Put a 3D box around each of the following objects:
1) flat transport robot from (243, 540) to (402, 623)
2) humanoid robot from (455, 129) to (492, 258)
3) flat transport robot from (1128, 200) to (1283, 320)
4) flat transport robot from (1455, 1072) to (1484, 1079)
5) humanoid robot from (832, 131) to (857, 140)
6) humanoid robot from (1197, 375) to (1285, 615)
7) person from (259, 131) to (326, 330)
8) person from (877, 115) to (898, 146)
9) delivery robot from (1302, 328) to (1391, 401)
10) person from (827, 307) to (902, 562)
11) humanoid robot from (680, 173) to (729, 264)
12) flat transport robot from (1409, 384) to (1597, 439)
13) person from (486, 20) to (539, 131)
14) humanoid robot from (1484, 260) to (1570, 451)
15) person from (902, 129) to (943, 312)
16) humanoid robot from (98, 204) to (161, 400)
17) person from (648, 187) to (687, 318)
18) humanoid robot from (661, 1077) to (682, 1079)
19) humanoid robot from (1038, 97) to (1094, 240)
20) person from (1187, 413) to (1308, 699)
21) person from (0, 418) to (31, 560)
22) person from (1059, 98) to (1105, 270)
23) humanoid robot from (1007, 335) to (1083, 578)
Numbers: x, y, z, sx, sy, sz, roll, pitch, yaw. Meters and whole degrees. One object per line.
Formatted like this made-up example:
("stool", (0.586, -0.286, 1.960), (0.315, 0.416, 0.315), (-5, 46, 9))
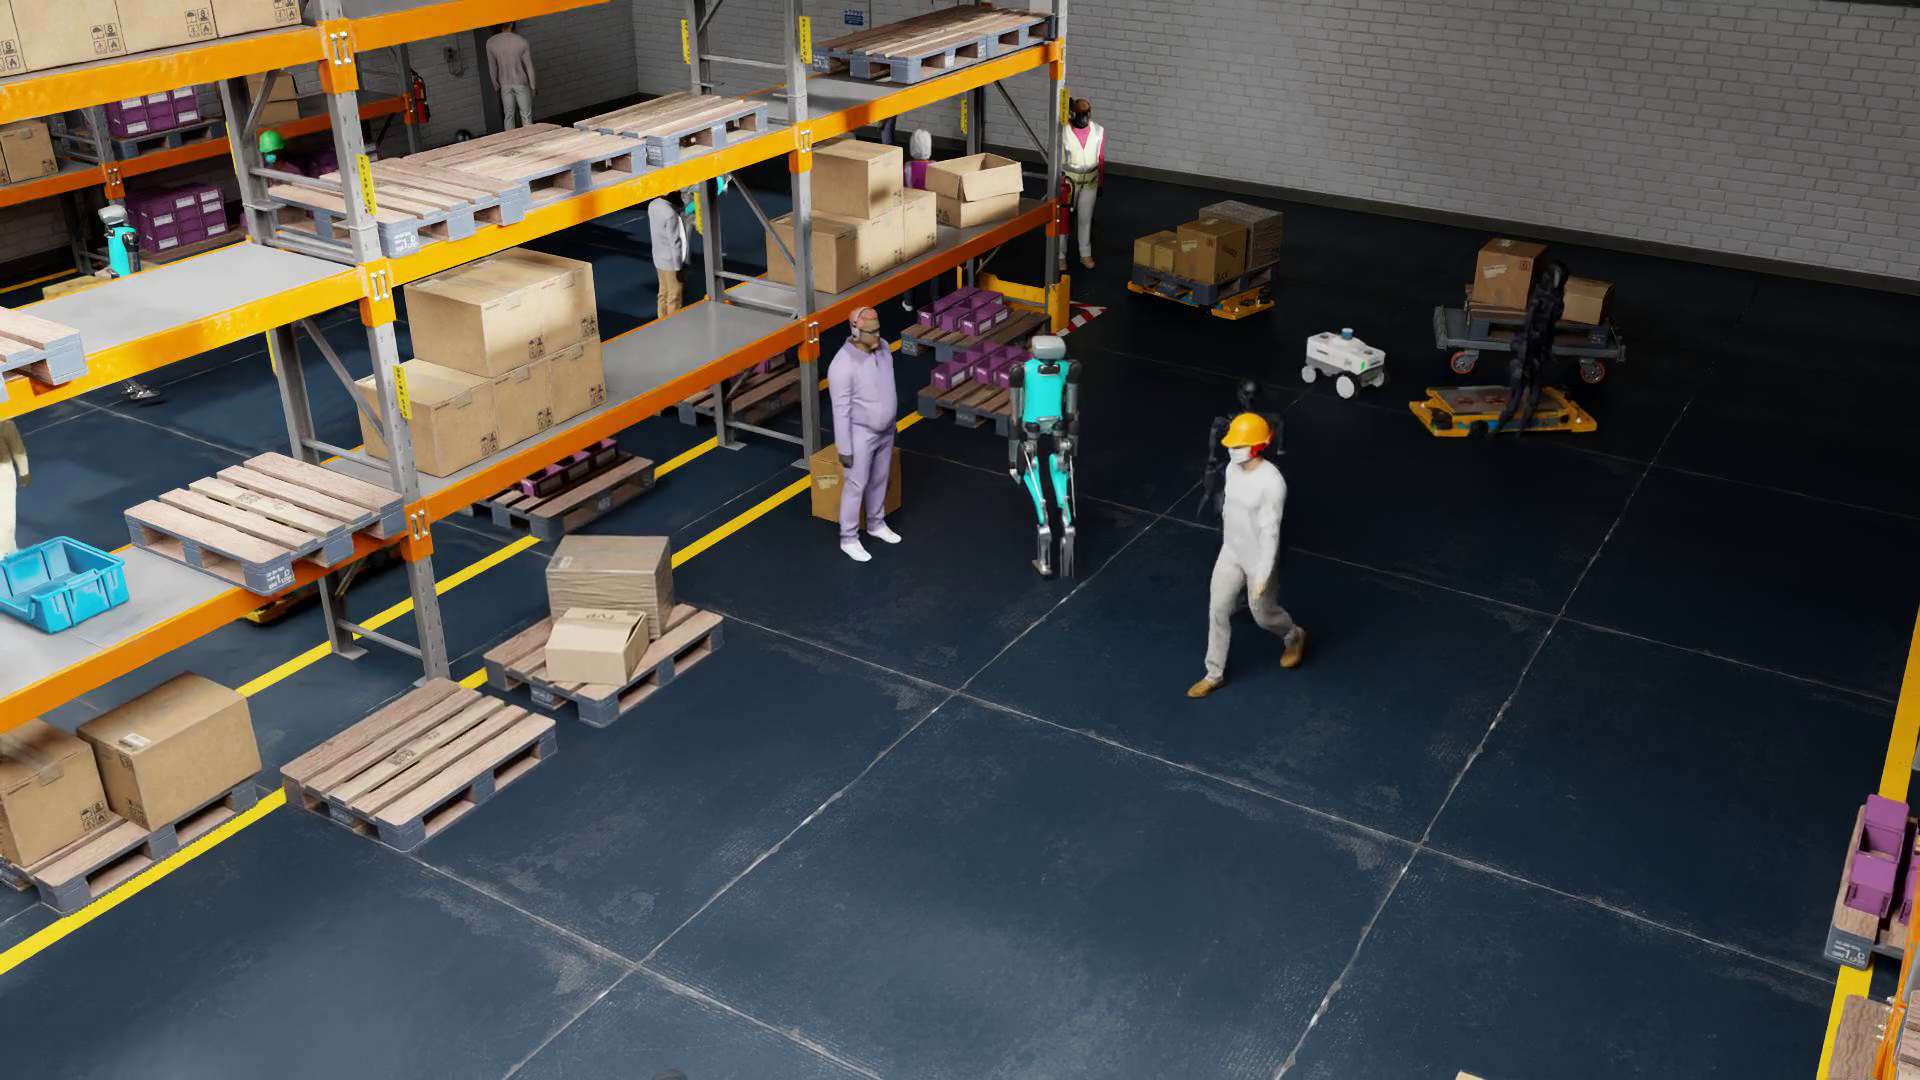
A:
("flat transport robot", (-4.628, 0.149, 11.904), (0.659, 0.231, 1.431), (16, 31, 28))
("humanoid robot", (-5.111, -3.575, 17.705), (0.595, 1.642, 0.592), (2, 27, 3))
("flat transport robot", (2.504, -2.601, 17.323), (0.659, 0.231, 1.431), (-24, 35, -38))
("flat transport robot", (2.391, 2.858, 6.567), (0.659, 0.231, 1.431), (16, 31, 28))
("humanoid robot", (-1.294, -3.242, 16.956), (0.688, 1.786, 0.545), (-19, 32, -32))
("humanoid robot", (1.946, -0.307, 11.313), (0.609, 1.650, 0.742), (-5, 27, -9))
("person", (-6.658, -3.037, 16.352), (0.530, 1.918, 0.887), (8, 28, 15))
("person", (-0.948, -5.387, 21.301), (0.281, 1.633, 0.498), (6, 28, 12))
("delivery robot", (3.501, -1.603, 15.062), (0.499, 0.614, 0.803), (-19, 33, -33))
("person", (-0.651, -0.764, 11.909), (0.414, 1.897, 0.640), (16, 31, 29))
("humanoid robot", (-2.885, -3.946, 18.343), (0.884, 1.766, 0.588), (7, 28, 14))
("flat transport robot", (4.695, -1.118, 14.401), (1.431, 0.231, 0.659), (-3, 27, -5))
("person", (-6.003, -6.121, 22.424), (0.626, 1.934, 0.372), (1, 27, 3))
("humanoid robot", (4.684, -1.528, 13.661), (0.439, 1.640, 0.611), (21, 34, 36))
("person", (-0.391, -3.222, 16.817), (0.507, 1.839, 0.346), (-2, 27, -4))
("humanoid robot", (-7.379, -2.016, 14.401), (0.735, 1.677, 0.533), (-23, 35, -37))
("person", (-2.736, -2.665, 15.811), (0.336, 1.748, 0.562), (-14, 30, -26))
("humanoid robot", (-0.931, 2.491, 5.810), (0.591, 1.651, 0.780), (0, 27, 0))
("humanoid robot", (1.228, -4.258, 19.065), (0.672, 1.639, 0.613), (-19, 32, -32))
("person", (1.842, 0.073, 10.300), (0.870, 1.860, 0.571), (-18, 32, -32))
("person", (-6.729, -0.428, 11.457), (0.542, 1.698, 0.920), (-4, 27, -7))
("person", (1.280, -3.858, 18.064), (0.626, 1.844, 0.429), (-7, 28, -14))
("humanoid robot", (0.642, -0.433, 11.559), (0.547, 1.905, 0.723), (-8, 28, -14))
